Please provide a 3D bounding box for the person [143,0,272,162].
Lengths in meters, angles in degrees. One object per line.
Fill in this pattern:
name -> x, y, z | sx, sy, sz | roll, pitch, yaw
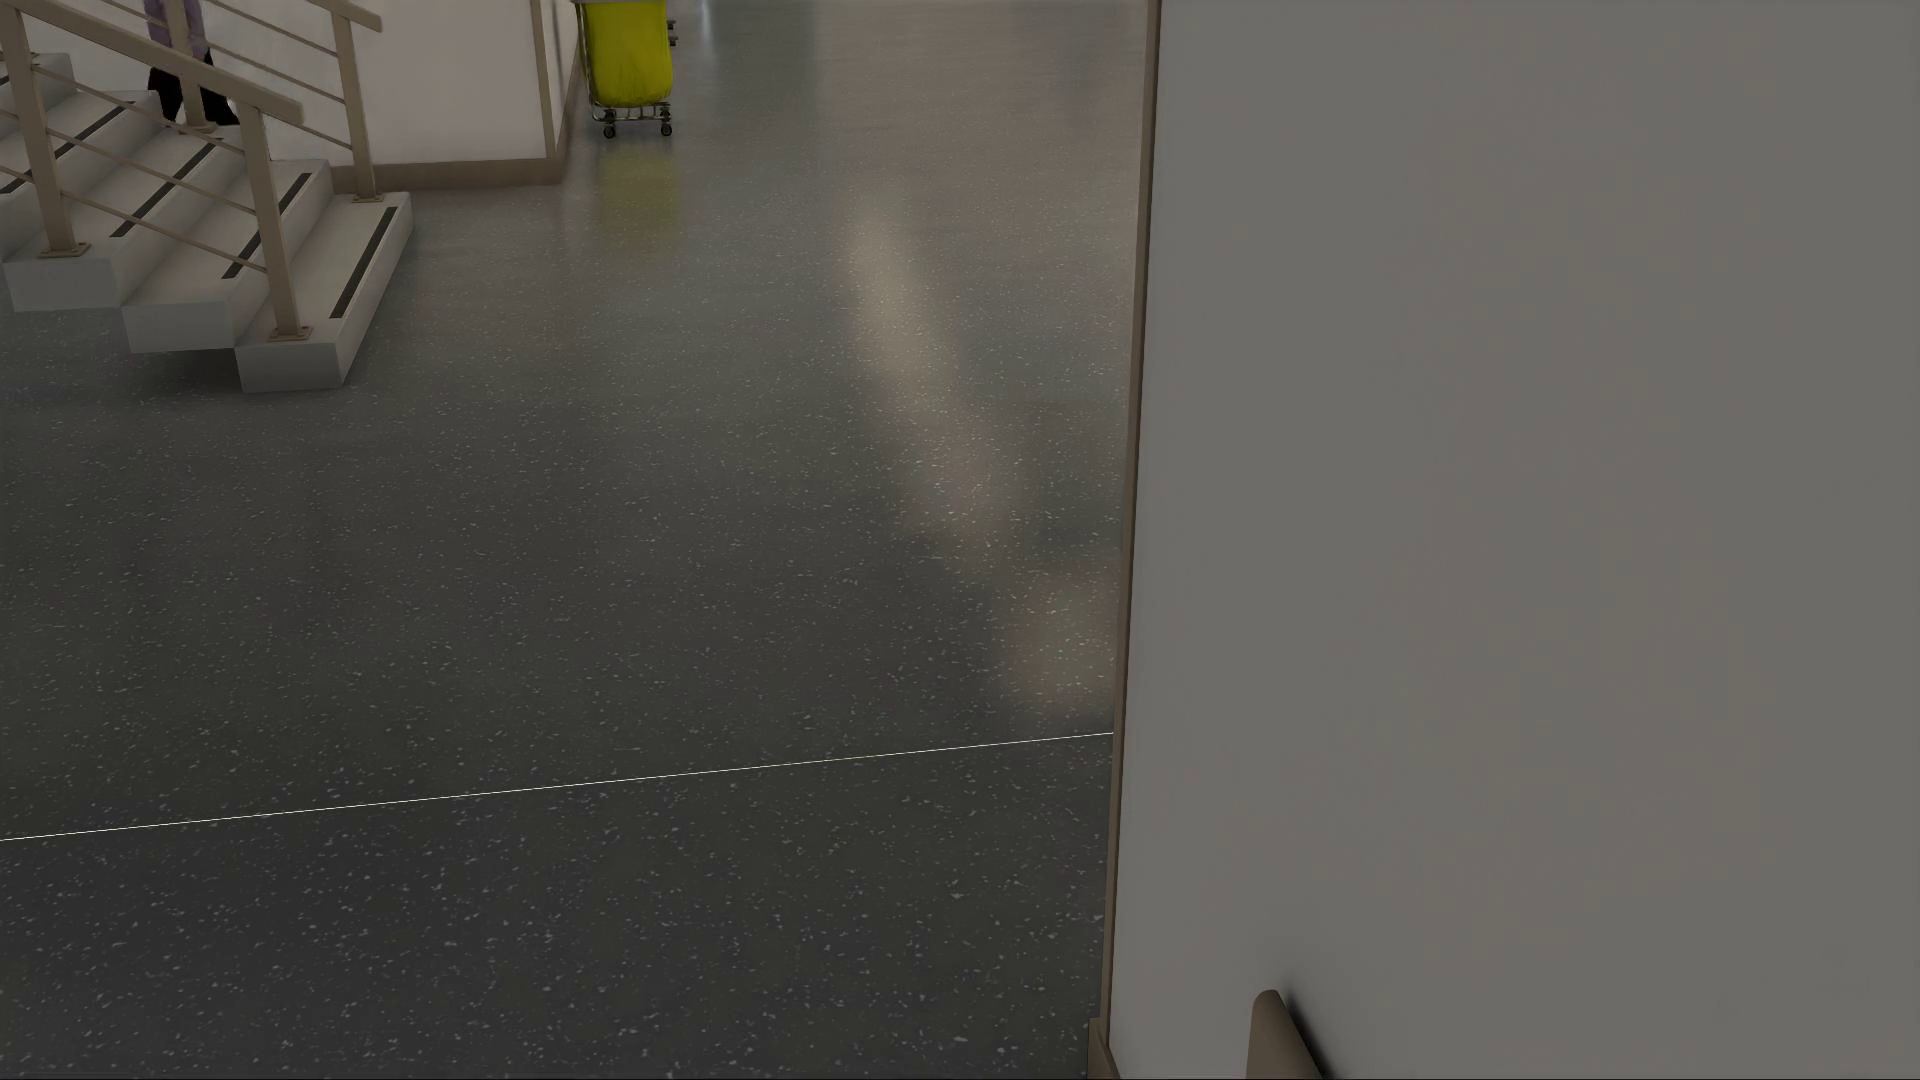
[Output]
person -> -4.137, -2.616, 9.054 | 1.187, 1.791, 0.735 | -6, 26, -12
